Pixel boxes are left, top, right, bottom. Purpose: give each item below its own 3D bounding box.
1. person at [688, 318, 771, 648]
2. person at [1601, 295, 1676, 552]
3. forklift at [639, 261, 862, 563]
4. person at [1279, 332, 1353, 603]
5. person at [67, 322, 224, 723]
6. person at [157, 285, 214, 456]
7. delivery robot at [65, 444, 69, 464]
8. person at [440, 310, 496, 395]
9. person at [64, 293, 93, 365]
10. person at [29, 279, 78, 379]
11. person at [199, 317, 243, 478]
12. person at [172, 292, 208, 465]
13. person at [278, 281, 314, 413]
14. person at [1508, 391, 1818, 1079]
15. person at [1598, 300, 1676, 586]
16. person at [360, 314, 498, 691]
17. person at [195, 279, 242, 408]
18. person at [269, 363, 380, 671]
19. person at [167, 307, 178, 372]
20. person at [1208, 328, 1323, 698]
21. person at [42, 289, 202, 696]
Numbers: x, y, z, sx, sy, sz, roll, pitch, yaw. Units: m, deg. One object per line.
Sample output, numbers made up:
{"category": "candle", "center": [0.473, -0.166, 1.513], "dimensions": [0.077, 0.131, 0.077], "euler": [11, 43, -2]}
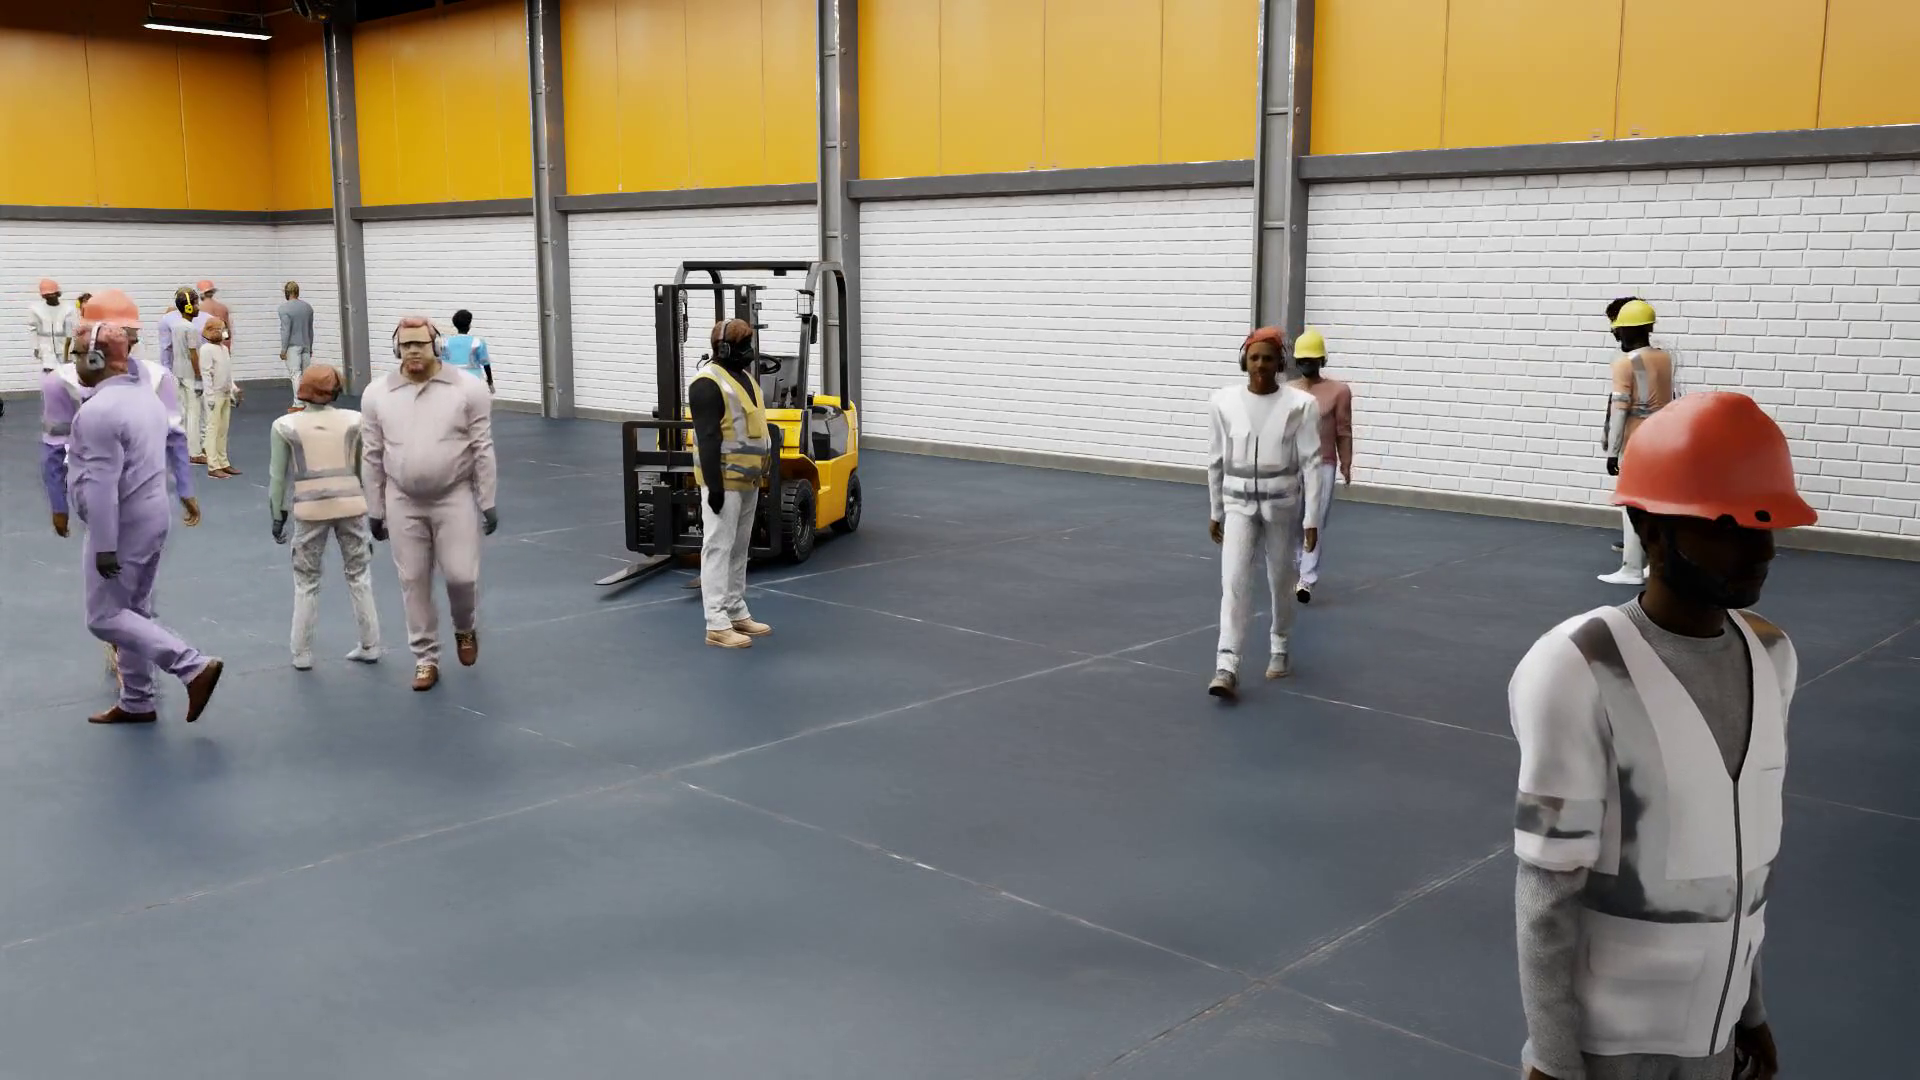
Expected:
{"category": "person", "center": [-1.281, -0.326, 9.422], "dimensions": [0.430, 1.845, 0.619], "euler": [3, 10, 16]}
{"category": "person", "center": [5.030, -0.838, 12.310], "dimensions": [0.440, 1.923, 0.692], "euler": [-2, 10, -13]}
{"category": "forklift", "center": [-1.552, -1.040, 12.721], "dimensions": [1.214, 2.155, 2.313], "euler": [2, 9, 11]}
{"category": "person", "center": [2.212, -0.469, 10.663], "dimensions": [0.550, 1.712, 0.918], "euler": [4, 10, 22]}
{"category": "person", "center": [-3.744, -0.046, 7.588], "dimensions": [0.613, 1.890, 0.645], "euler": [-1, 9, -3]}
{"category": "person", "center": [-8.598, -1.874, 18.613], "dimensions": [0.630, 1.938, 0.369], "euler": [-7, 11, -35]}
{"category": "delivery robot", "center": [-8.458, -0.829, 16.152], "dimensions": [0.707, 0.478, 0.477], "euler": [-3, 10, -17]}
{"category": "person", "center": [-5.404, -1.697, 18.367], "dimensions": [0.544, 1.672, 0.726], "euler": [1, 9, 7]}
{"category": "person", "center": [-11.680, -2.394, 22.232], "dimensions": [0.555, 1.810, 1.032], "euler": [-4, 10, -23]}
{"category": "person", "center": [-12.720, -2.672, 23.404], "dimensions": [0.626, 1.971, 0.849], "euler": [-4, 10, -22]}
{"category": "person", "center": [-7.551, -1.453, 16.963], "dimensions": [0.278, 1.634, 0.497], "euler": [0, 9, 1]}
{"category": "person", "center": [-8.356, -1.752, 18.072], "dimensions": [0.519, 1.873, 0.335], "euler": [9, 13, 44]}
{"category": "person", "center": [-9.741, -2.824, 24.436], "dimensions": [0.356, 1.938, 0.633], "euler": [3, 10, 20]}
{"category": "person", "center": [1.104, 0.734, 2.624], "dimensions": [0.545, 1.939, 0.373], "euler": [-5, 10, -26]}
{"category": "person", "center": [4.565, -0.653, 11.233], "dimensions": [0.599, 1.913, 0.430], "euler": [-6, 11, -32]}
{"category": "person", "center": [-2.695, -0.199, 8.469], "dimensions": [0.669, 1.893, 0.487], "euler": [-1, 9, -7]}
{"category": "person", "center": [-11.080, -2.886, 24.726], "dimensions": [0.639, 1.978, 0.622], "euler": [5, 10, 28]}
{"category": "person", "center": [-3.361, -0.120, 8.801], "dimensions": [0.532, 1.627, 0.333], "euler": [-4, 10, -23]}
{"category": "person", "center": [-10.785, -2.407, 22.893], "dimensions": [0.424, 1.604, 0.548], "euler": [3, 10, 16]}
{"category": "person", "center": [1.522, -0.141, 8.350], "dimensions": [0.597, 1.827, 1.004], "euler": [3, 10, 20]}
{"category": "person", "center": [-4.142, -0.225, 8.278], "dimensions": [0.906, 2.012, 0.613], "euler": [7, 12, 38]}
